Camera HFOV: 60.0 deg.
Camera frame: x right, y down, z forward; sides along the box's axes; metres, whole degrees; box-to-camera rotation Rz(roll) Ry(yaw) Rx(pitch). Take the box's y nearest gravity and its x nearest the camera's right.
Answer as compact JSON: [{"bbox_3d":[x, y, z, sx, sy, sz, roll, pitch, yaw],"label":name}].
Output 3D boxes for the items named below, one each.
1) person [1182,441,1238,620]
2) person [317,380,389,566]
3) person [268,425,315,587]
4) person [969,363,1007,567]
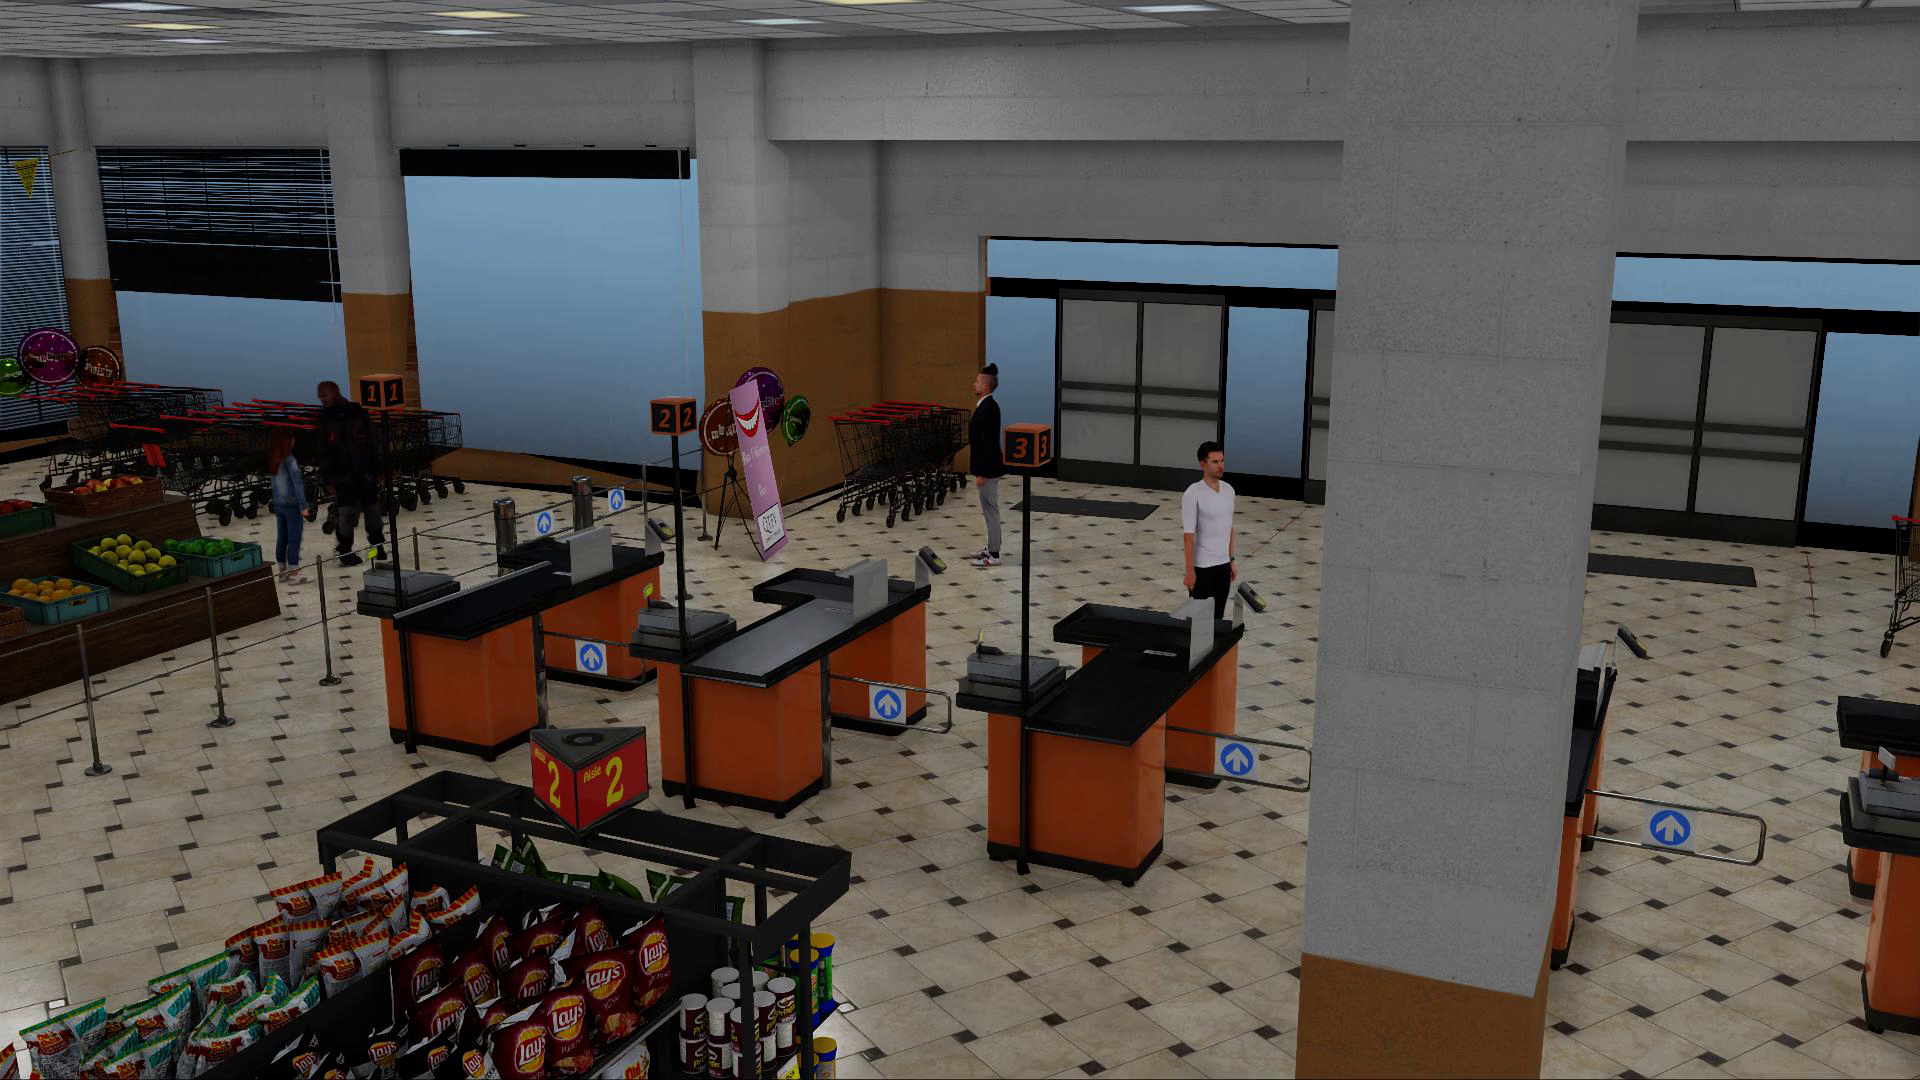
[{"bbox_3d":[1.862,0.172,12.463,0.675,1.852,0.817,-10,17,-37],"label":"person"},{"bbox_3d":[-5.912,-0.669,16.083,0.942,1.780,0.845,13,19,43],"label":"person"},{"bbox_3d":[-6.200,-0.322,15.300,0.611,1.475,0.549,10,17,35],"label":"person"},{"bbox_3d":[0.271,-0.729,15.973,0.839,1.949,0.677,1,14,4],"label":"person"}]
